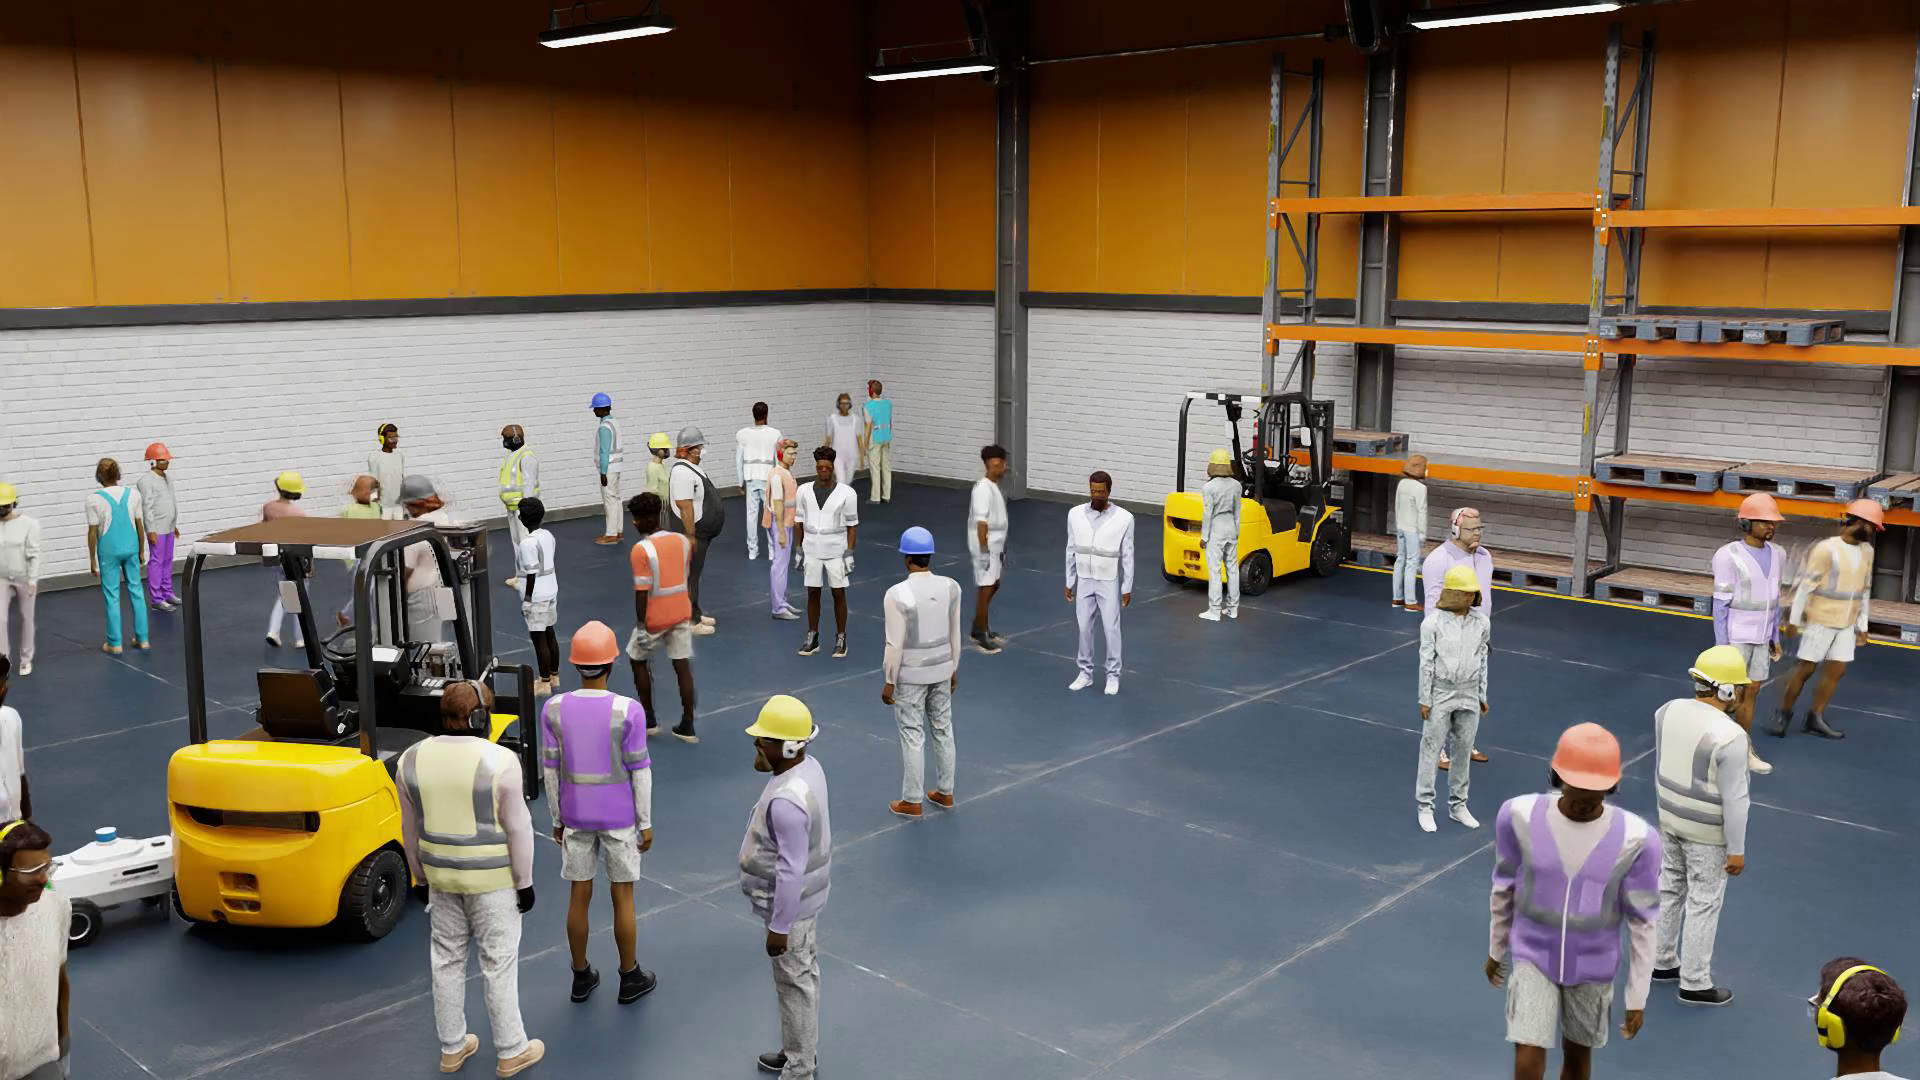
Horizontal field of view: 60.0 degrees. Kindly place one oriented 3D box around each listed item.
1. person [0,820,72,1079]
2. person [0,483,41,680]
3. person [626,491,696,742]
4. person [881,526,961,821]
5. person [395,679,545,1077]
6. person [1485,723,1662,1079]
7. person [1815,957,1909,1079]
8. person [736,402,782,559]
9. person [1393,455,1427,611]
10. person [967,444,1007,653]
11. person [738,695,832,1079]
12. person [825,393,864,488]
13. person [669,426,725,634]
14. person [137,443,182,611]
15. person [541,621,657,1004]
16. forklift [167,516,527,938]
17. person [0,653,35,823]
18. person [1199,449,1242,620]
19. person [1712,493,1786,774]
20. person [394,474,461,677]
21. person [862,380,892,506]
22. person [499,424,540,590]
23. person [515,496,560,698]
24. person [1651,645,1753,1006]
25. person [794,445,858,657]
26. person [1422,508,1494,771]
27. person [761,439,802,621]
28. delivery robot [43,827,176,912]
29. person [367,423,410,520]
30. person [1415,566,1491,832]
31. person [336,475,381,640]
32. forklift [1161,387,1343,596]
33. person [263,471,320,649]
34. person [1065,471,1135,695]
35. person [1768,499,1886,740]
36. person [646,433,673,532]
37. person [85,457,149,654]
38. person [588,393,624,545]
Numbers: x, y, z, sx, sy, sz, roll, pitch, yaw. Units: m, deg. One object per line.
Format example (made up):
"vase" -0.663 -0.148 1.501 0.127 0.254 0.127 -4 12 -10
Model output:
"person" -3.251 1.869 5.760 1.006 1.807 0.541 7 12 36
"person" -8.262 0.373 14.466 0.518 1.733 0.746 -4 11 -21
"person" -2.311 0.573 12.761 0.730 1.931 0.682 9 14 42
"person" -0.263 0.876 11.018 0.616 1.945 0.404 -8 13 -38
"person" -2.213 1.538 7.580 0.619 1.837 0.430 2 10 14
"person" 2.336 1.662 6.404 0.620 1.992 0.961 4 11 23
"person" 2.408 2.054 4.573 0.511 1.862 0.324 -2 10 -9
"person" -2.418 -0.715 20.162 0.590 1.920 0.398 2 10 12
"person" 4.713 -0.079 17.357 0.286 1.631 0.501 -3 10 -15
"person" 0.239 0.080 15.608 0.414 1.935 0.685 3 10 14
"person" -0.771 1.575 7.357 0.404 1.837 0.592 0 10 1
"person" -1.612 -1.144 22.951 0.516 1.810 0.949 -4 11 -19
"person" -2.581 -0.108 16.360 0.537 2.000 0.682 -1 10 -6
"person" -8.331 -0.145 17.384 0.327 1.753 0.563 0 10 -1
"person" -1.789 1.359 8.290 0.547 1.942 0.351 1 10 8
"forklift" -3.583 0.976 9.748 1.214 2.155 2.313 2 10 11
"person" -4.706 1.431 7.895 0.642 1.939 0.637 2 10 10
"person" 2.637 -0.057 16.917 0.490 1.743 0.324 -6 12 -30
"person" 5.632 0.677 11.870 0.607 2.048 0.369 -4 11 -23
"person" -4.270 0.461 13.118 0.643 2.000 0.701 2 10 12
"person" -1.206 -1.423 24.395 0.391 1.848 0.563 8 13 40
"person" -4.900 -0.377 18.501 0.429 1.831 0.634 -7 12 -35
"person" -3.563 0.475 14.010 0.317 1.699 0.540 1 10 5
"person" 3.702 1.418 8.306 0.403 1.821 0.600 -2 10 -14
"person" -1.245 0.105 15.358 0.607 1.966 0.367 2 10 14
"person" 3.645 0.708 12.096 0.641 1.908 0.407 -7 12 -33
"person" -1.814 -0.111 16.949 0.394 1.839 0.563 0 10 3
"delivery robot" -4.718 1.840 9.231 0.707 0.478 0.477 -8 13 -37
"person" -6.267 -0.362 18.332 0.331 1.861 0.506 5 11 27
"person" 3.204 1.022 10.767 0.493 1.743 0.301 -2 10 -14
"person" -5.723 0.176 15.913 0.430 1.616 0.535 2 10 10
"forklift" 3.298 -0.608 18.767 1.214 2.155 2.313 9 13 42
"person" -6.247 0.190 15.551 0.555 1.724 0.471 4 11 21
"person" 1.191 0.352 14.120 0.591 1.912 0.386 4 11 23
"person" 6.621 0.614 12.690 0.679 1.886 0.494 -3 10 -14
"person" -3.277 -0.291 18.182 0.327 1.769 0.525 1 10 4
"person" -7.850 0.145 15.509 0.344 1.839 0.501 9 13 41
"person" -4.502 -0.910 21.228 0.416 1.939 0.604 0 10 0
